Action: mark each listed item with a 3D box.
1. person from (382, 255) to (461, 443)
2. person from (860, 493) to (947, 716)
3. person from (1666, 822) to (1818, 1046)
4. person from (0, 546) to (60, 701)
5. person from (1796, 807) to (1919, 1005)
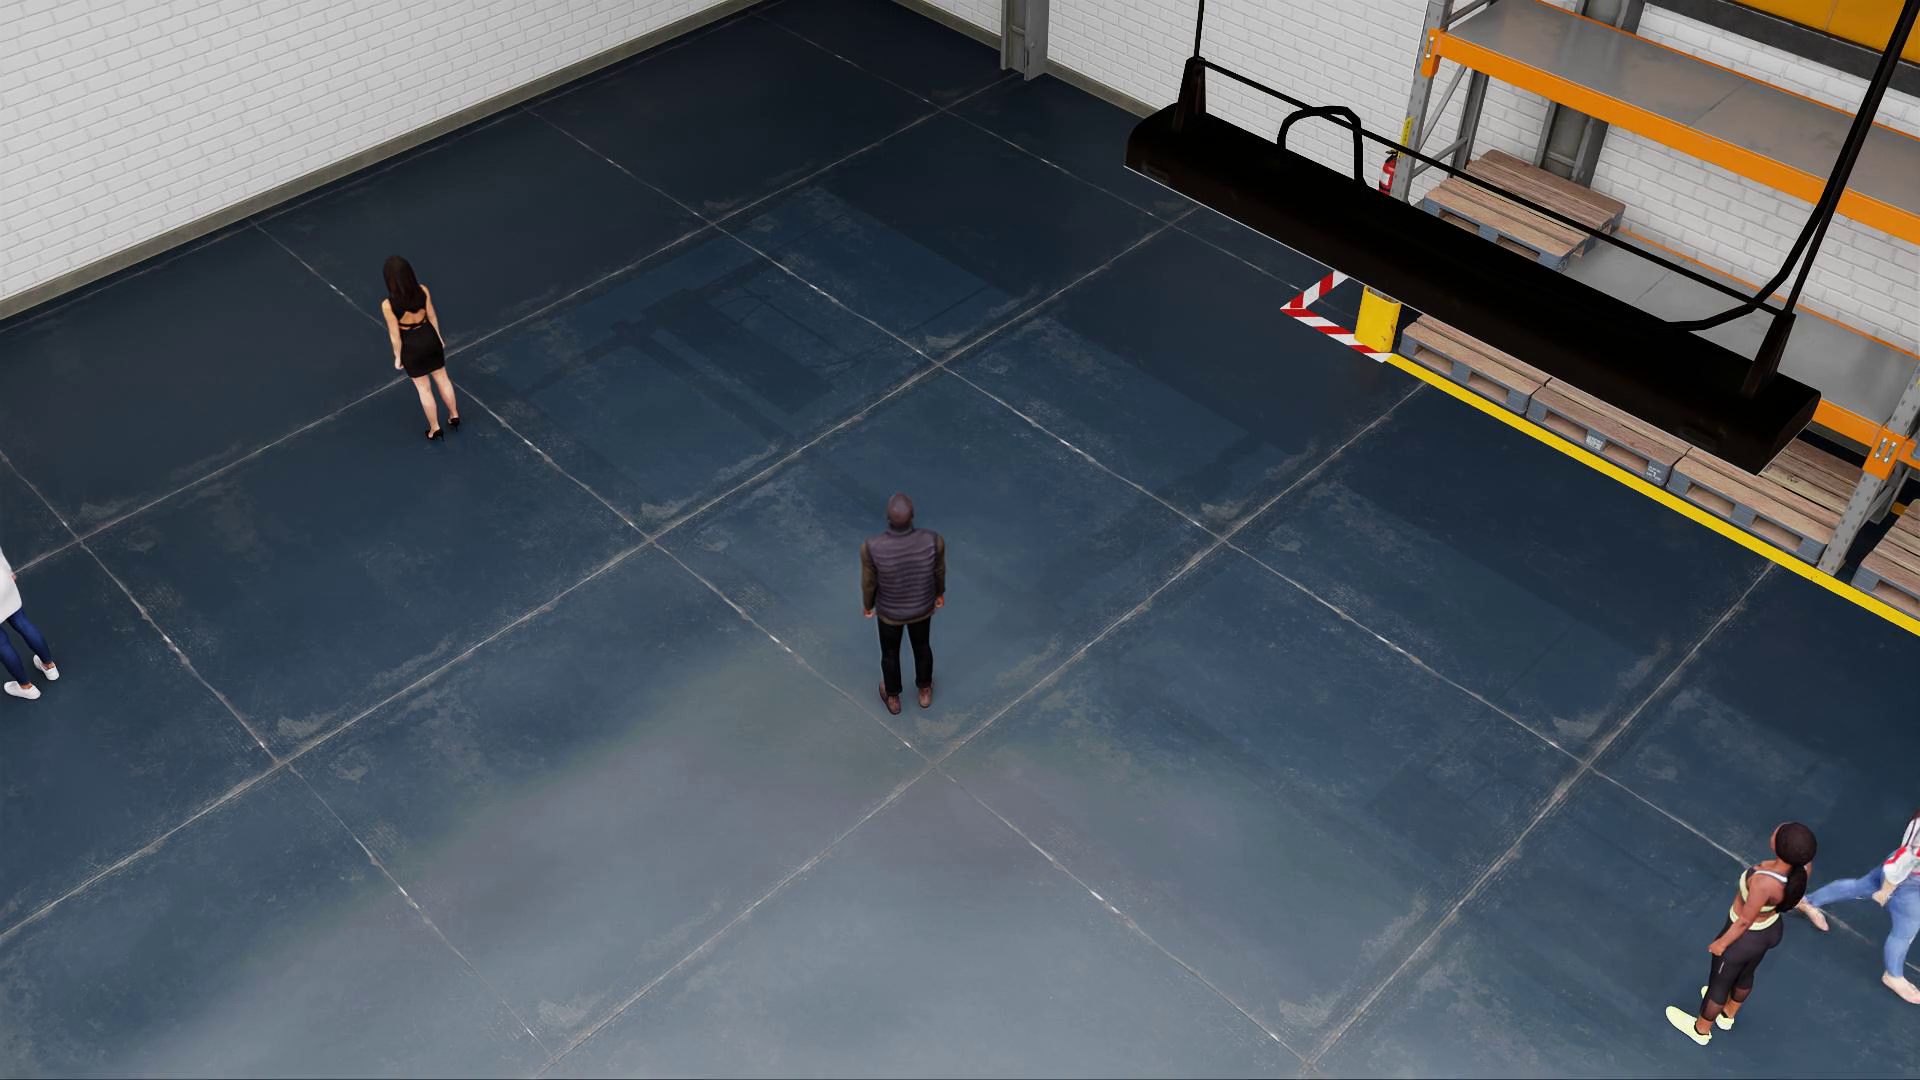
[{"bbox_3d":[-4.101,-1.447,12.649,0.570,1.650,0.492,-31,52,-28],"label":"person"},{"bbox_3d":[-0.356,0.408,10.568,0.779,1.836,0.777,-9,44,-9],"label":"person"},{"bbox_3d":[4.205,2.103,8.849,0.622,1.753,0.601,-20,47,-20],"label":"person"},{"bbox_3d":[-6.271,0.331,10.692,0.625,1.776,0.669,20,47,20],"label":"person"},{"bbox_3d":[5.187,1.822,9.271,0.598,1.577,1.048,-32,52,-29],"label":"person"}]
